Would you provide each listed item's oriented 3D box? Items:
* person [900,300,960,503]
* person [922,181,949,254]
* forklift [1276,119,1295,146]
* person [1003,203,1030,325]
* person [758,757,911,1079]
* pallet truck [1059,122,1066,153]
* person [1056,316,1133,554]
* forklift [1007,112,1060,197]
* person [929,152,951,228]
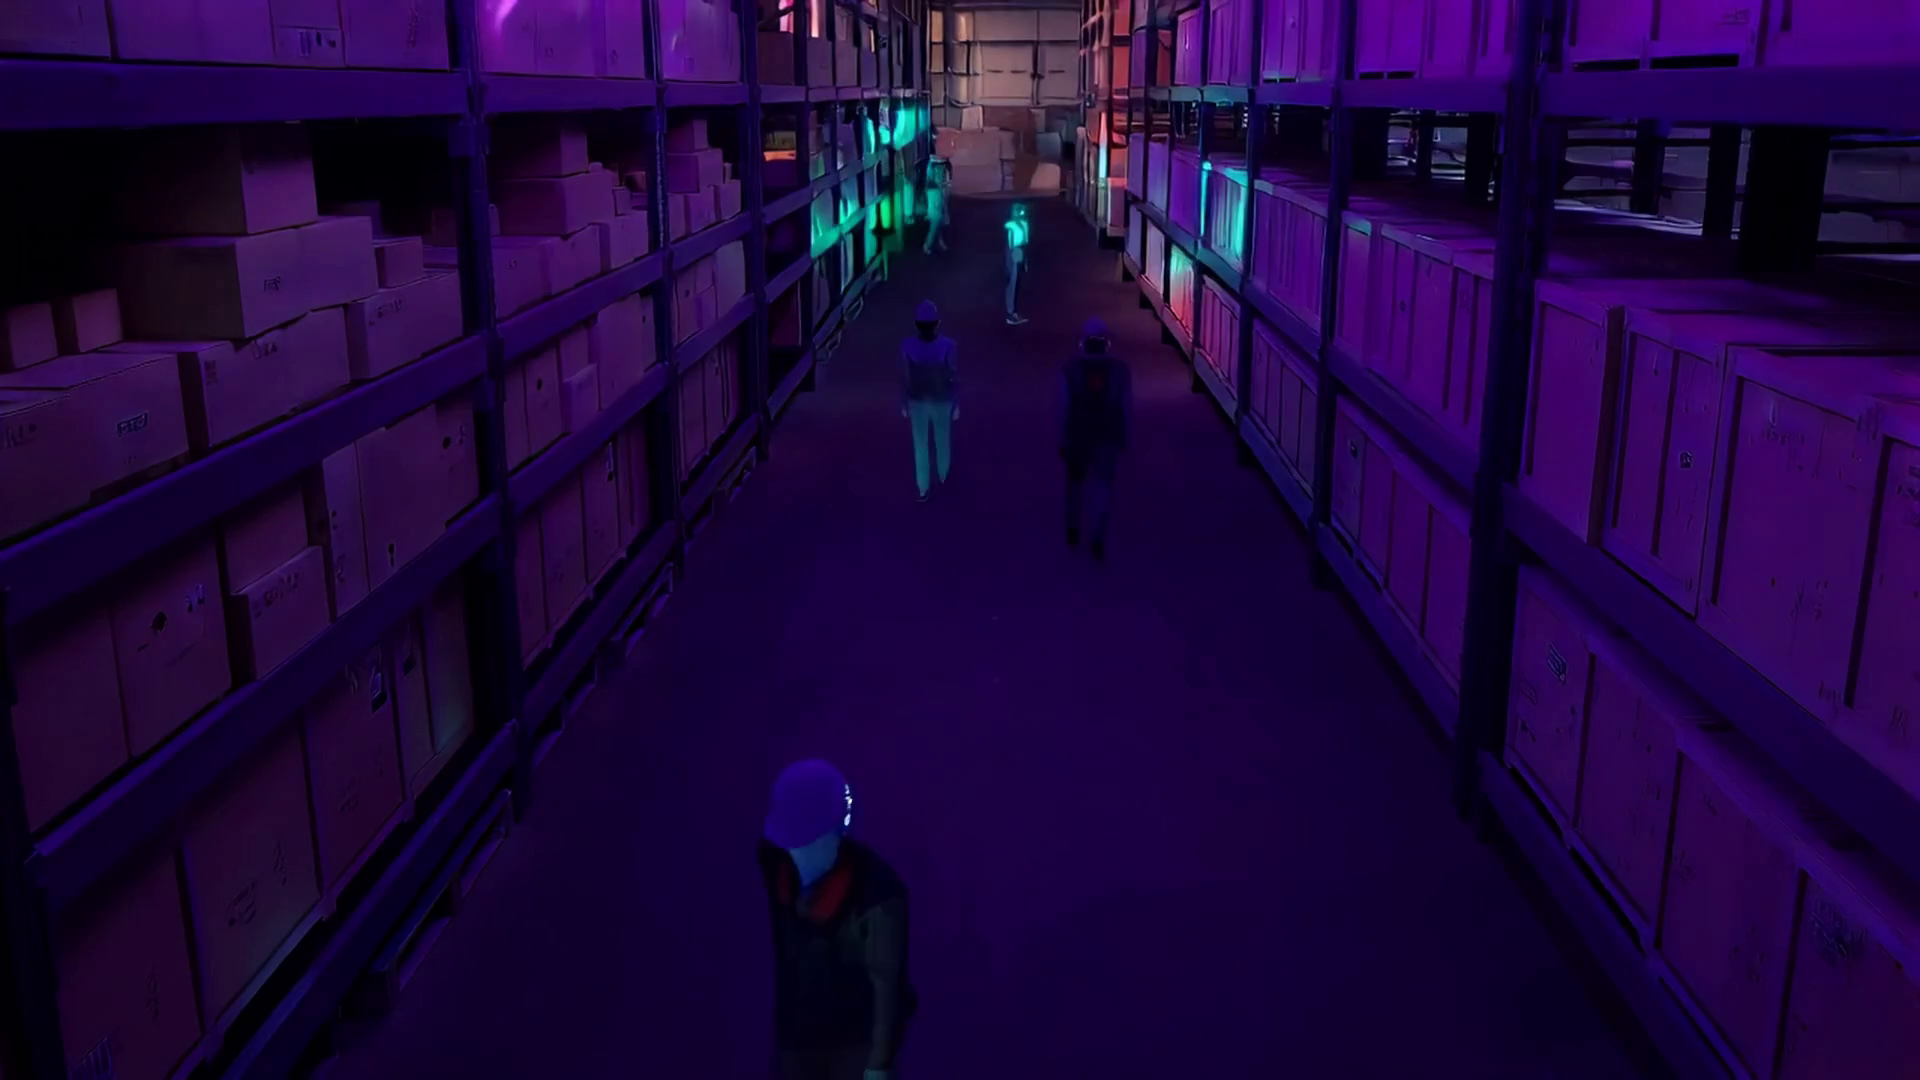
[{"bbox_3d":[-0.258,-1.216,14.441,0.534,1.758,0.457,2,15,6],"label":"person"},{"bbox_3d":[-0.572,-7.158,36.889,0.540,1.578,0.867,12,19,38],"label":"person"},{"bbox_3d":[8.490,-9.603,43.520,1.873,2.768,1.129,0,15,2],"label":"forklift"},{"bbox_3d":[0.866,-4.254,25.593,0.387,1.838,0.565,8,17,28],"label":"person"},{"bbox_3d":[-0.366,1.386,4.927,0.569,1.672,0.963,9,18,31],"label":"person"},{"bbox_3d":[5.788,-21.111,88.014,1.885,1.965,0.823,5,16,18],"label":"pallet truck"},{"bbox_3d":[1.031,-0.825,12.892,0.591,1.807,0.691,0,15,0],"label":"person"},{"bbox_3d":[2.404,-13.152,56.726,1.873,2.768,1.129,-3,15,-12],"label":"forklift"},{"bbox_3d":[-0.529,-9.078,43.279,0.654,1.978,1.079,5,16,17],"label":"person"}]
